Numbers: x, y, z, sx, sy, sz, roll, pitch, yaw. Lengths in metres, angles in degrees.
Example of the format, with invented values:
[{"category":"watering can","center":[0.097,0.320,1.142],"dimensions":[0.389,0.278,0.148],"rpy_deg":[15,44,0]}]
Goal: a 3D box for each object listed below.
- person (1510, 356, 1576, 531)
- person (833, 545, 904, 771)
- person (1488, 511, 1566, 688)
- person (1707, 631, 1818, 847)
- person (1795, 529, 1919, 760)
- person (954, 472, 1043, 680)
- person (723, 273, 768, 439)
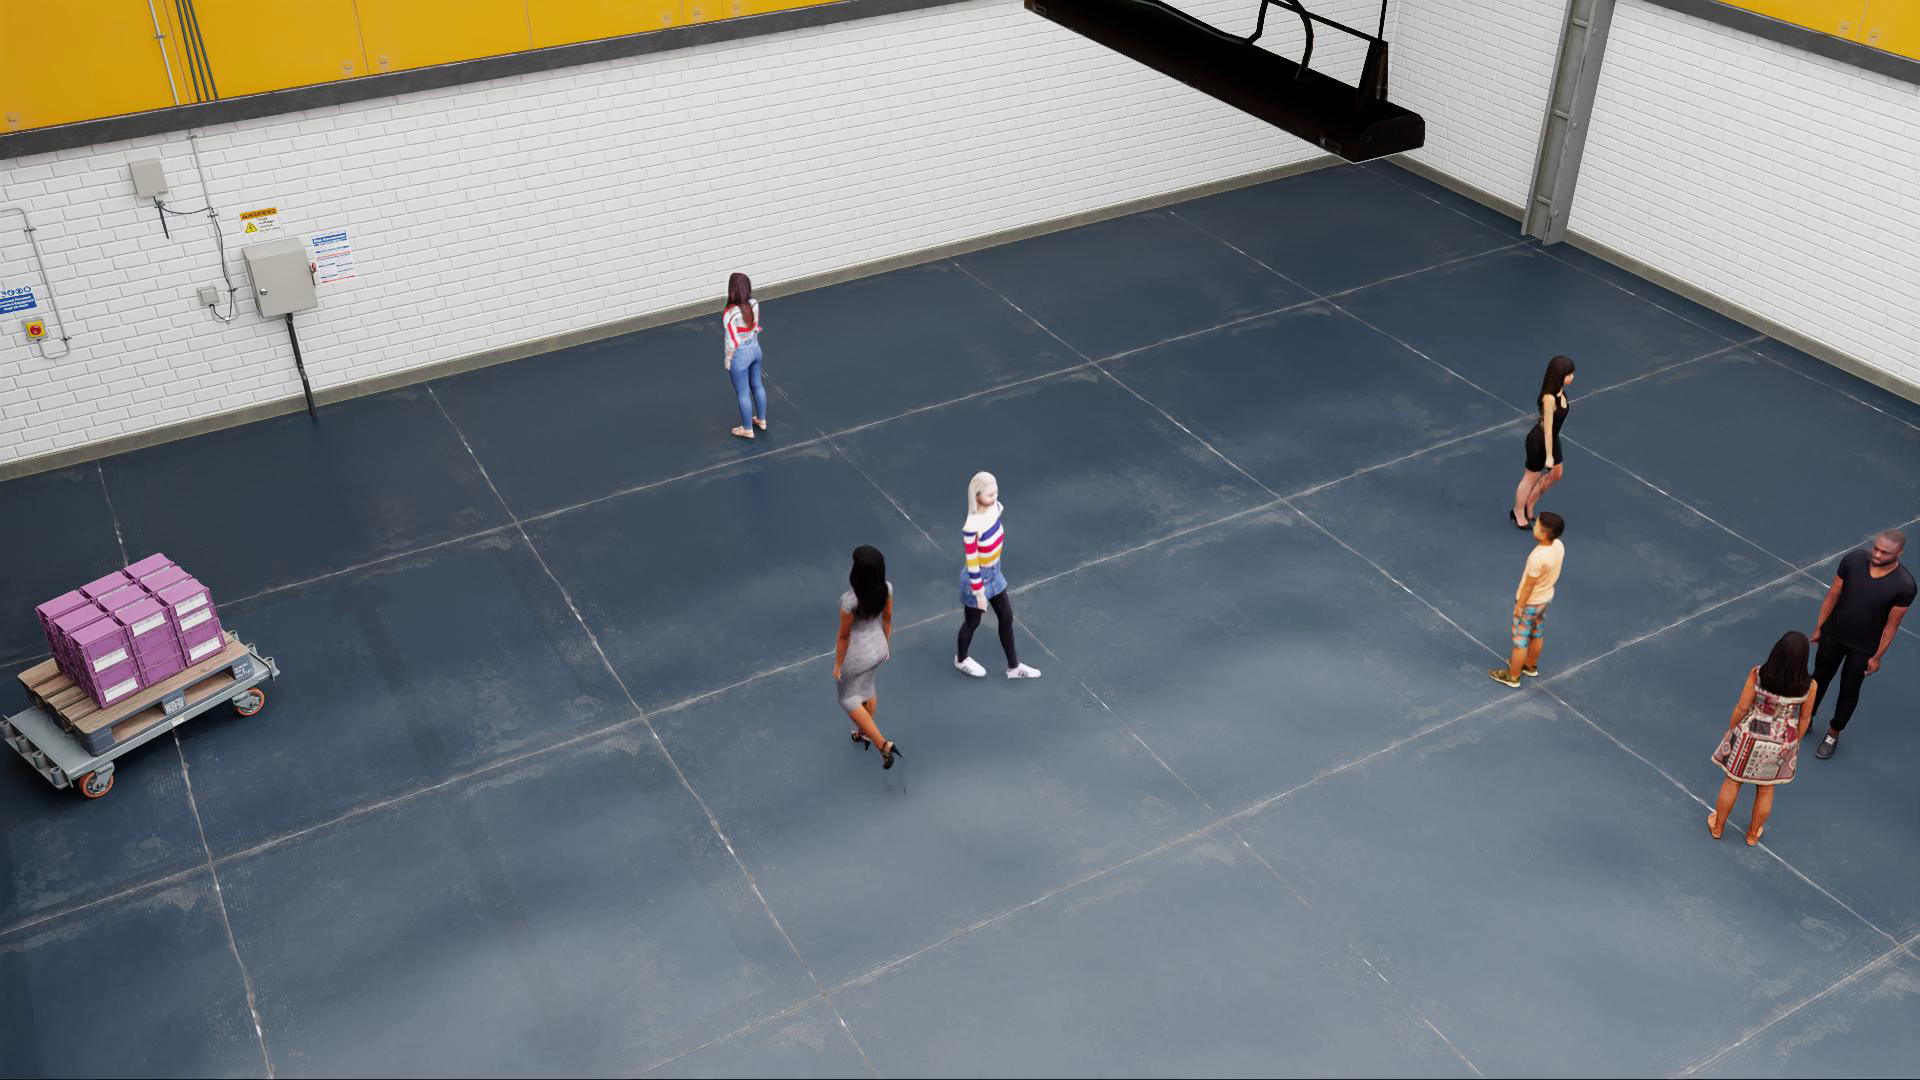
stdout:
[{"category":"person","center":[4.761,-0.801,13.825],"dimensions":[0.678,1.636,0.654],"rpy_deg":[21,39,29]},{"category":"person","center":[-0.617,0.837,11.242],"dimensions":[0.745,1.767,0.925],"rpy_deg":[-28,43,-35]},{"category":"person","center":[4.210,0.423,12.141],"dimensions":[0.571,1.461,0.560],"rpy_deg":[-28,43,-35]},{"category":"person","center":[5.165,1.270,10.701],"dimensions":[0.695,1.644,0.779],"rpy_deg":[11,35,16]},{"category":"person","center":[6.136,0.680,11.431],"dimensions":[0.756,1.820,0.549],"rpy_deg":[-24,40,-31]},{"category":"person","center":[0.084,0.259,12.093],"dimensions":[1.056,1.787,0.936],"rpy_deg":[18,37,24]},{"category":"person","center":[-1.965,-1.701,15.198],"dimensions":[0.641,1.614,0.654],"rpy_deg":[22,39,29]}]
